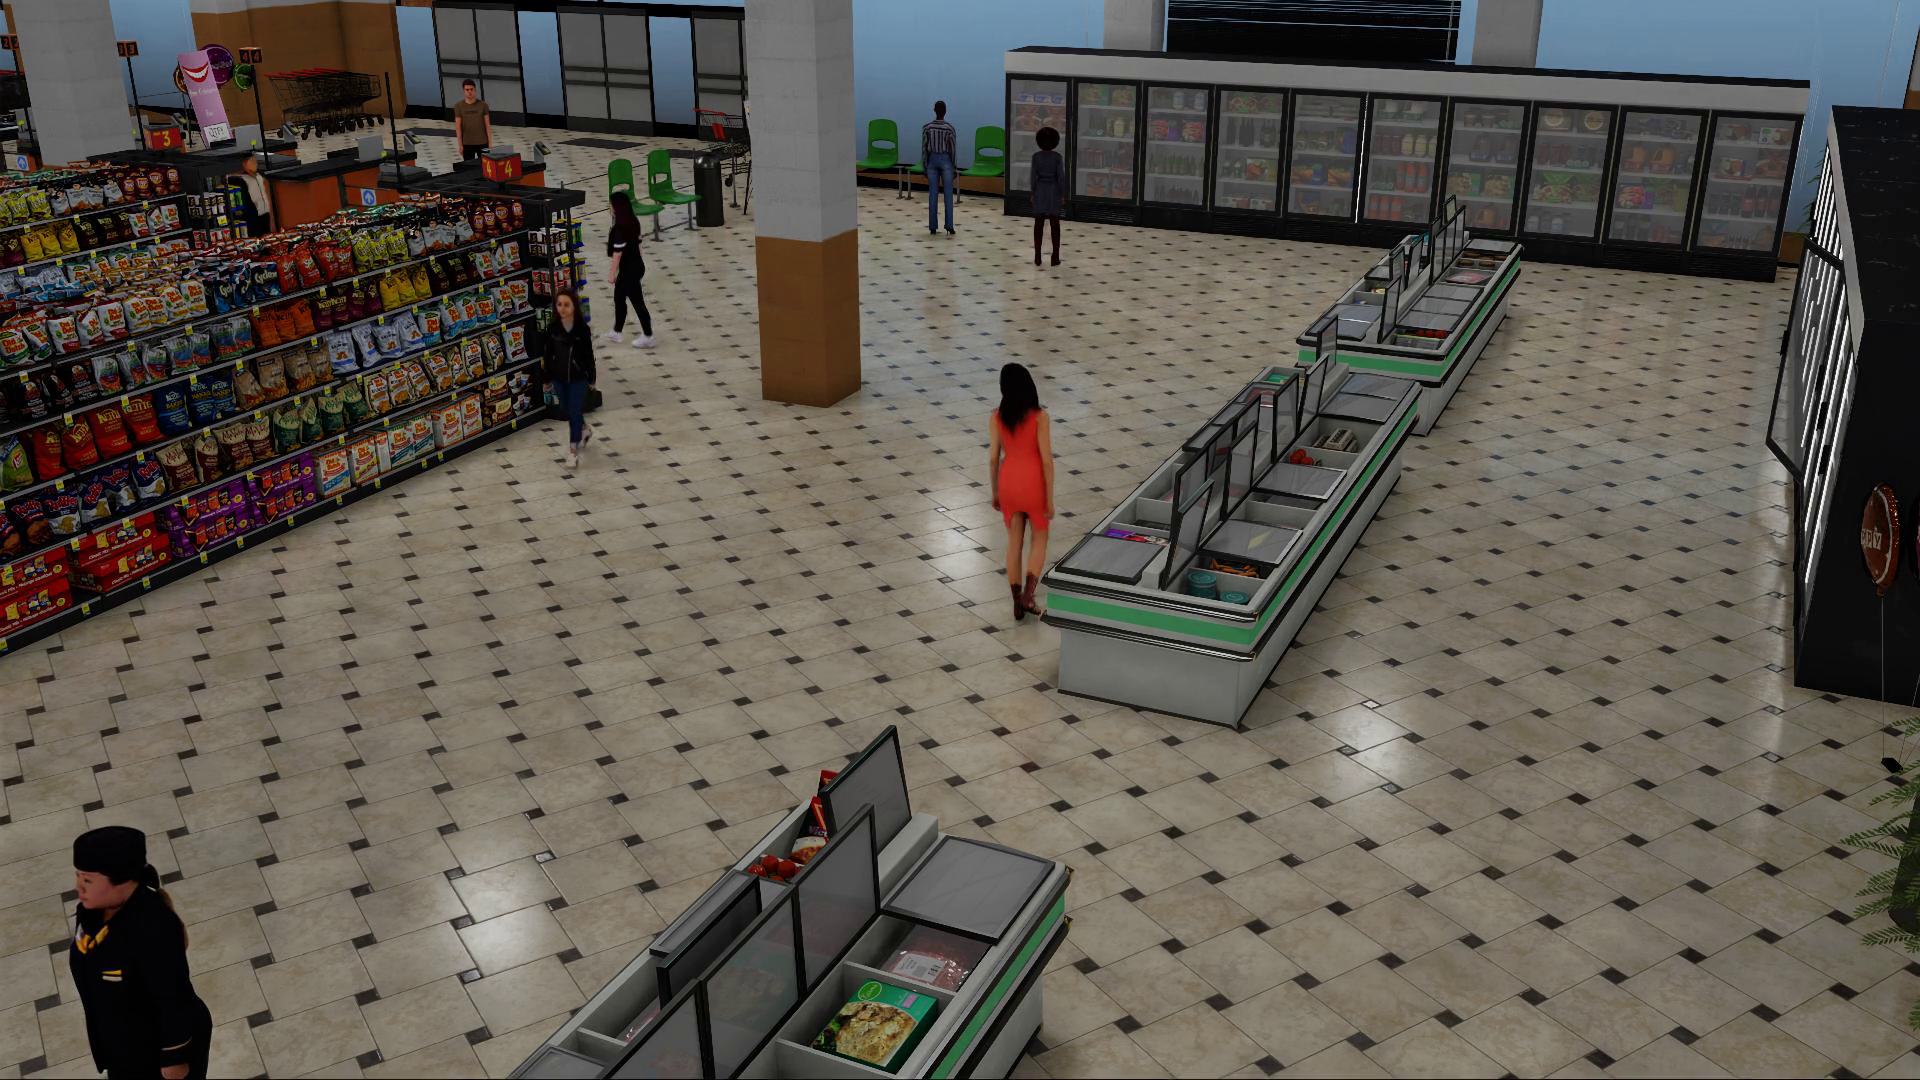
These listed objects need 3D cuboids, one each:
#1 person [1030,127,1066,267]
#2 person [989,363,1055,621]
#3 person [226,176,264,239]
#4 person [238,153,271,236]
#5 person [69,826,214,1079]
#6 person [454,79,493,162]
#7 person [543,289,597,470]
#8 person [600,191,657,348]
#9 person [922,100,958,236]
[{"bbox_3d":[1.092,-4.298,20.829,0.624,1.710,0.576,5,23,13],"label":"person"},{"bbox_3d":[0.396,-0.279,10.860,0.684,1.685,0.759,11,24,25],"label":"person"},{"bbox_3d":[-7.652,-3.134,18.111,1.136,1.575,1.138,-5,22,-11],"label":"person"},{"bbox_3d":[-8.757,-4.046,20.561,0.745,1.442,0.841,5,22,12],"label":"person"},{"bbox_3d":[-2.830,1.747,5.837,0.745,1.671,0.699,16,27,34],"label":"person"},{"bbox_3d":[-7.122,-5.819,24.422,0.728,1.852,0.803,-9,24,-22],"label":"person"},{"bbox_3d":[-3.239,-1.372,13.890,0.697,1.454,1.018,5,22,12],"label":"person"},{"bbox_3d":[-3.325,-2.761,17.127,0.805,1.618,0.858,4,22,10],"label":"person"},{"bbox_3d":[-0.271,-5.047,22.579,0.686,1.794,0.636,4,22,9],"label":"person"}]
